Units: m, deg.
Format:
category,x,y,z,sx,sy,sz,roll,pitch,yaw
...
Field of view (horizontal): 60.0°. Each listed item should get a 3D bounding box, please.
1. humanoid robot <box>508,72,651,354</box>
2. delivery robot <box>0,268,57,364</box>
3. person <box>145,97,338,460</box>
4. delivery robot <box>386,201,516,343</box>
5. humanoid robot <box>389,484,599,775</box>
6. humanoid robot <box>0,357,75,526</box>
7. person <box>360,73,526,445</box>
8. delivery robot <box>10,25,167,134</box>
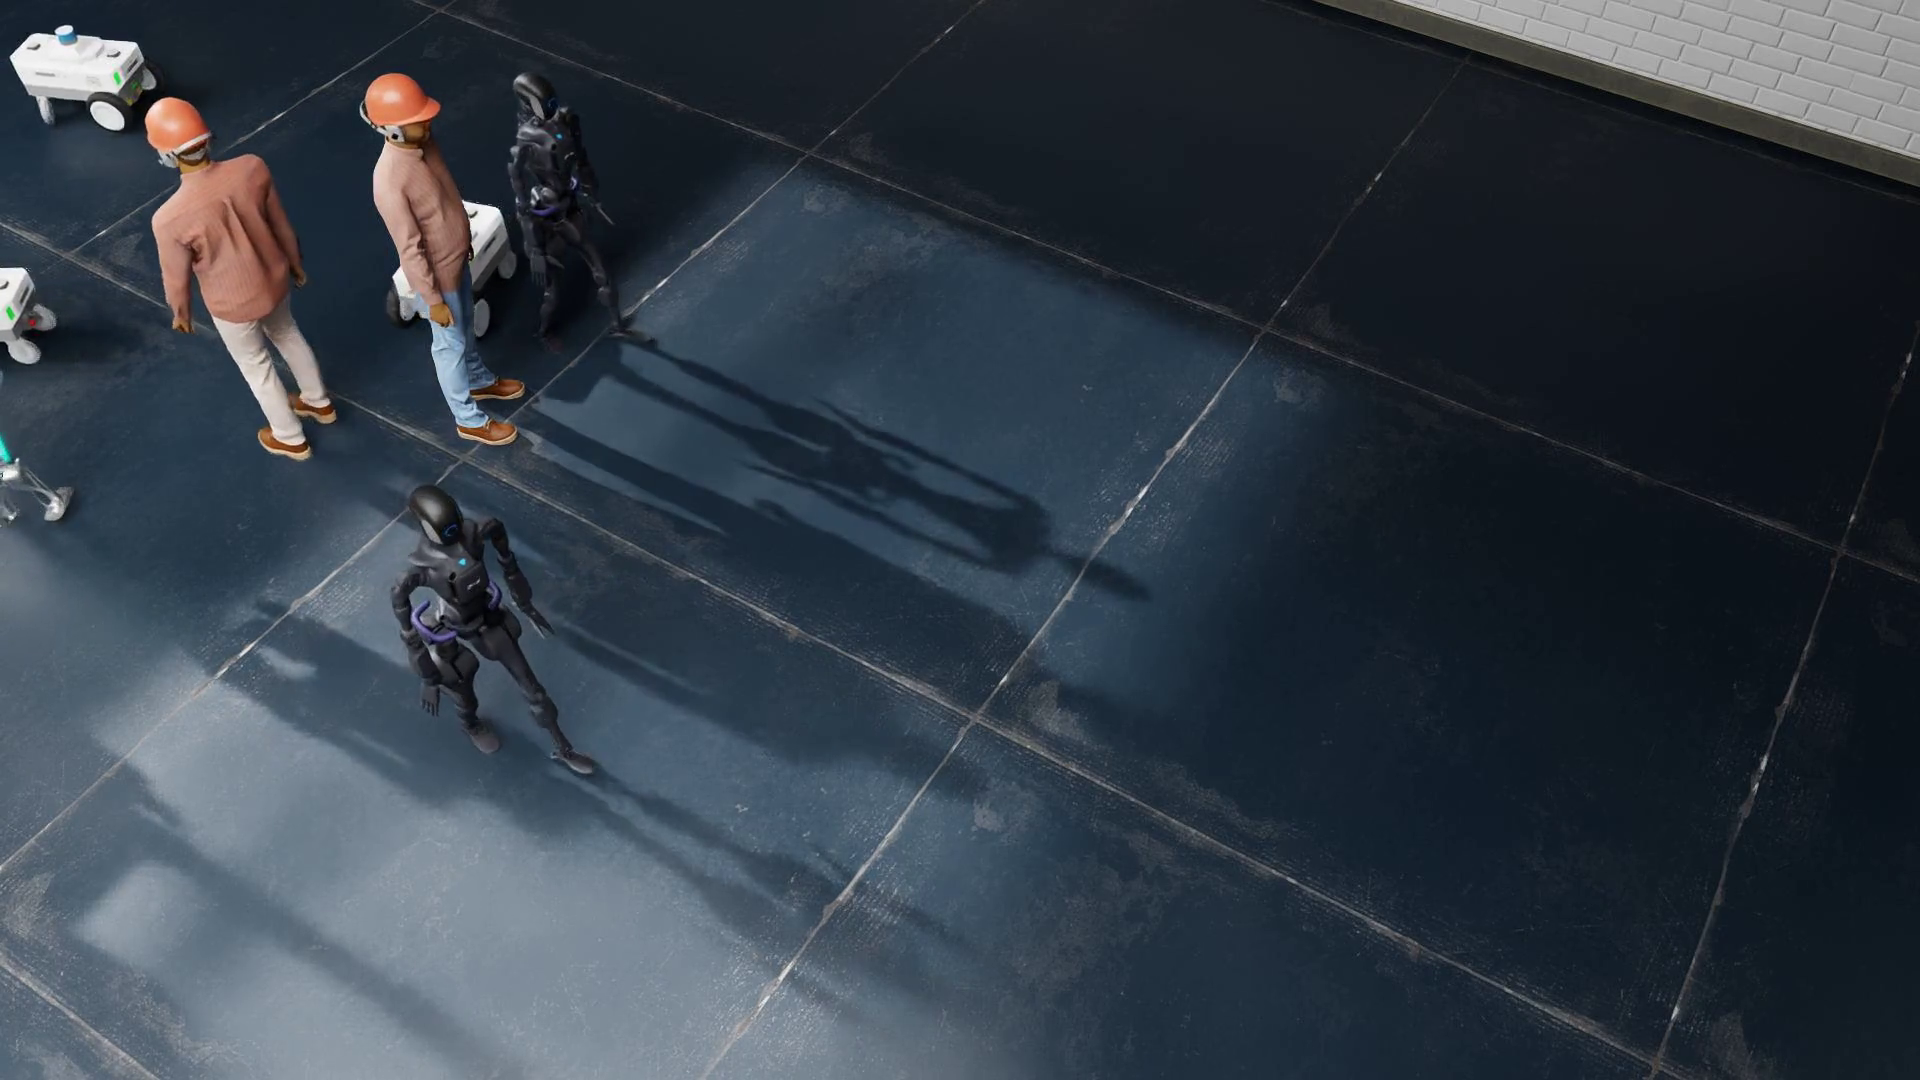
category,x,y,z,sx,sy,sz,roll,pitch,yaw
humanoid robot,-1.994,-1.595,8.289,0.597,1.639,0.586,20,52,16
delivery robot,-5.210,-1.203,8.668,0.767,0.581,0.499,-2,49,-2
person,-3.337,-1.171,7.702,0.469,1.985,0.641,24,53,20
delivery robot,-2.715,-1.448,8.903,0.499,0.614,0.815,12,50,11
humanoid robot,-1.888,0.401,6.543,0.706,1.633,0.600,32,56,25
humanoid robot,-4.512,-0.639,7.393,0.549,1.761,0.756,-27,54,-22
person,-2.429,-1.300,7.806,0.377,1.996,0.610,-1,49,-1
delivery robot,-5.297,-2.827,10.098,0.768,0.597,0.515,7,49,6
